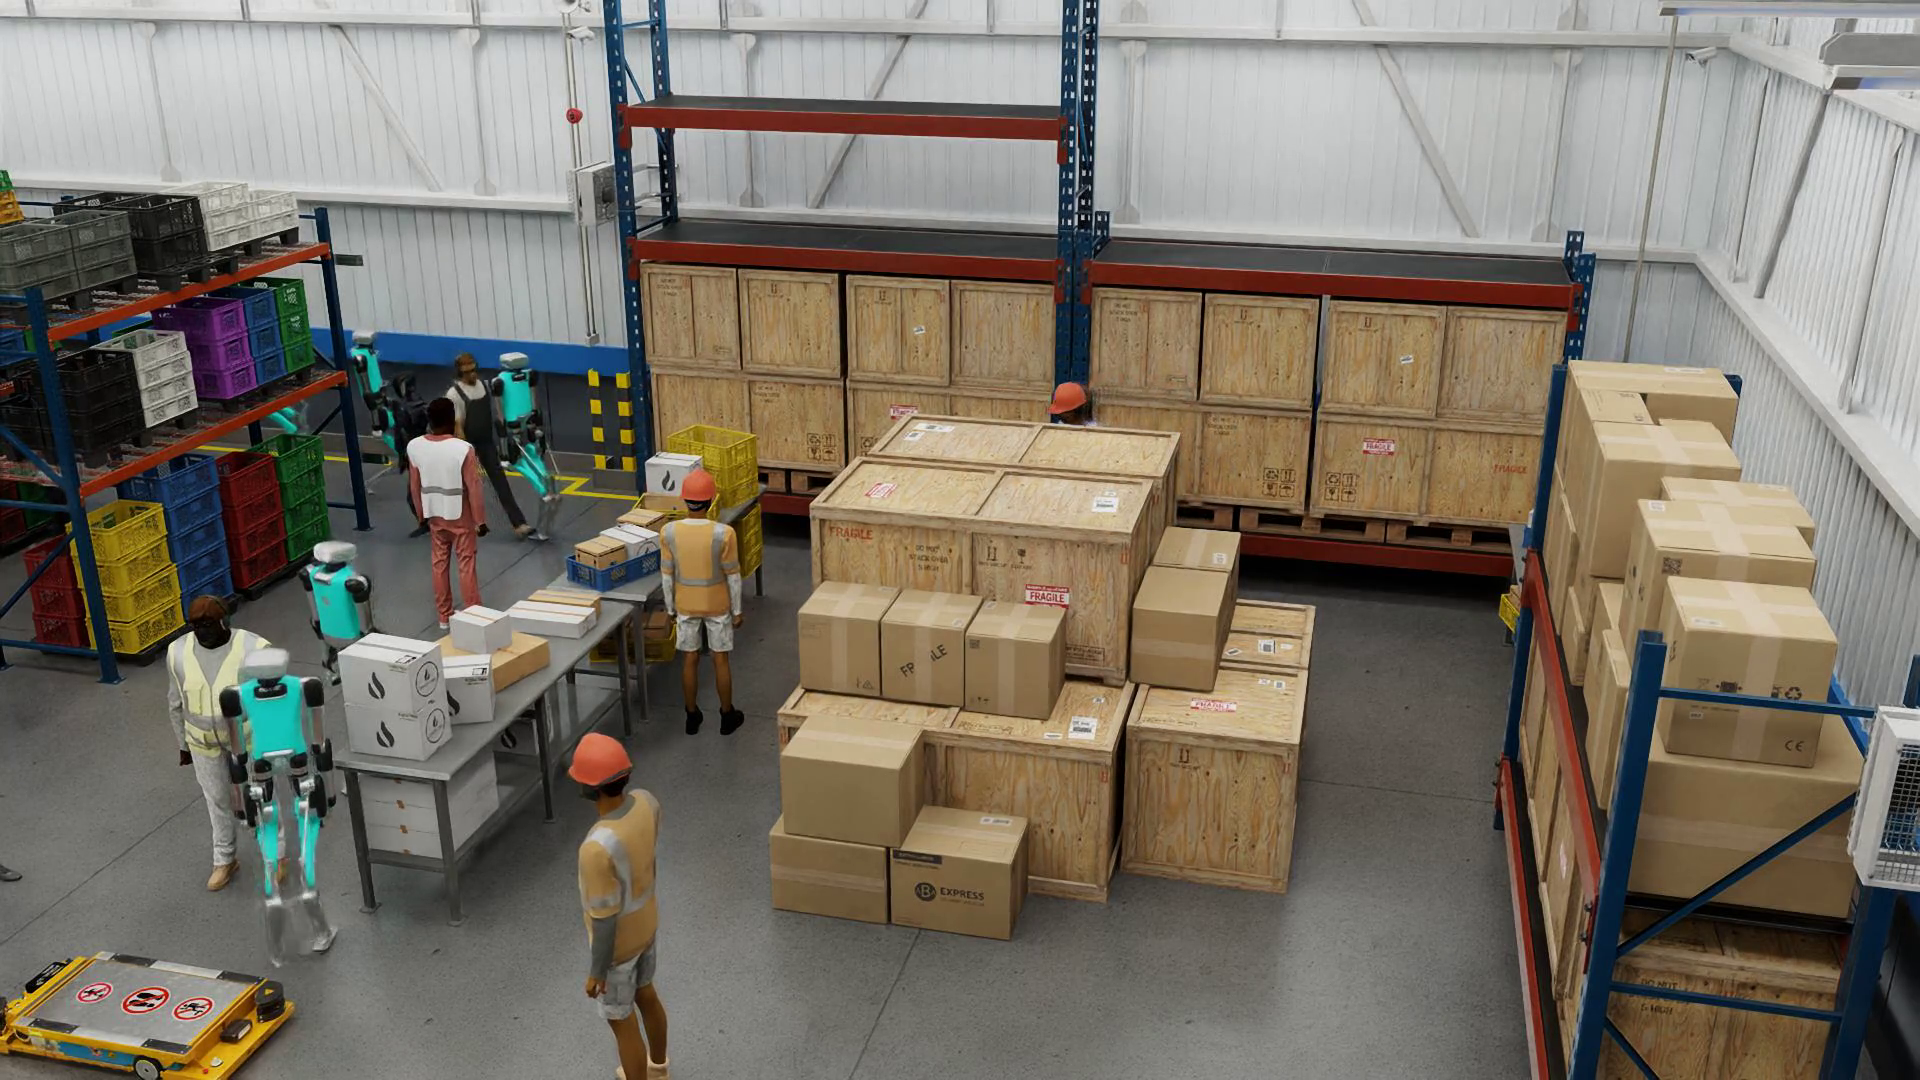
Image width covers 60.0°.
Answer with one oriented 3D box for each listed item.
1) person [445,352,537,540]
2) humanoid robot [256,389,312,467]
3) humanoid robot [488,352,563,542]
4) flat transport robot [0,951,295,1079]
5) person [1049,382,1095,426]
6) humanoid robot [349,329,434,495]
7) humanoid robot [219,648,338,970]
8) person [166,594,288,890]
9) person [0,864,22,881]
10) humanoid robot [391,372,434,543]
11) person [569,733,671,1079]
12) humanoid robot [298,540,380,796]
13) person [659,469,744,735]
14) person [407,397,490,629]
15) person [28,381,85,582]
[{"bbox_3d":[-4.332,-0.831,15.076,0.934,1.791,0.529,14,25,31],"label":"person"},{"bbox_3d":[-6.889,-1.471,16.803,0.726,1.757,0.530,-3,21,-7],"label":"humanoid robot"},{"bbox_3d":[-3.820,-0.771,15.038,0.673,1.821,0.540,12,24,29],"label":"humanoid robot"},{"bbox_3d":[-4.270,2.464,8.601,1.431,0.231,0.659,5,22,13],"label":"flat transport robot"},{"bbox_3d":[0.993,-0.369,13.619,1.074,1.985,0.651,-8,22,-21],"label":"person"},{"bbox_3d":[-5.469,-1.208,16.176,1.051,1.733,0.558,-4,21,-10],"label":"humanoid robot"},{"bbox_3d":[-3.654,1.524,9.022,0.530,1.794,0.767,-7,22,-18],"label":"humanoid robot"},{"bbox_3d":[-4.283,1.180,9.757,0.624,1.844,0.429,-3,21,-7],"label":"person"},{"bbox_3d":[-5.808,1.271,9.622,0.329,1.767,0.526,7,22,17],"label":"person"},{"bbox_3d":[-4.863,-0.740,15.031,0.609,1.639,0.423,12,24,29],"label":"humanoid robot"},{"bbox_3d":[-1.602,1.833,7.770,0.371,2.040,0.615,5,21,13],"label":"person"},{"bbox_3d":[-3.862,0.752,11.082,0.530,1.775,1.006,10,23,24],"label":"humanoid robot"},{"bbox_3d":[-1.778,0.440,11.558,0.550,1.936,0.354,1,21,4],"label":"person"},{"bbox_3d":[-4.065,-0.196,13.248,0.596,1.916,0.371,5,22,13],"label":"person"},{"bbox_3d":[-7.620,-0.475,14.076,0.565,1.850,0.407,13,24,30],"label":"person"}]
